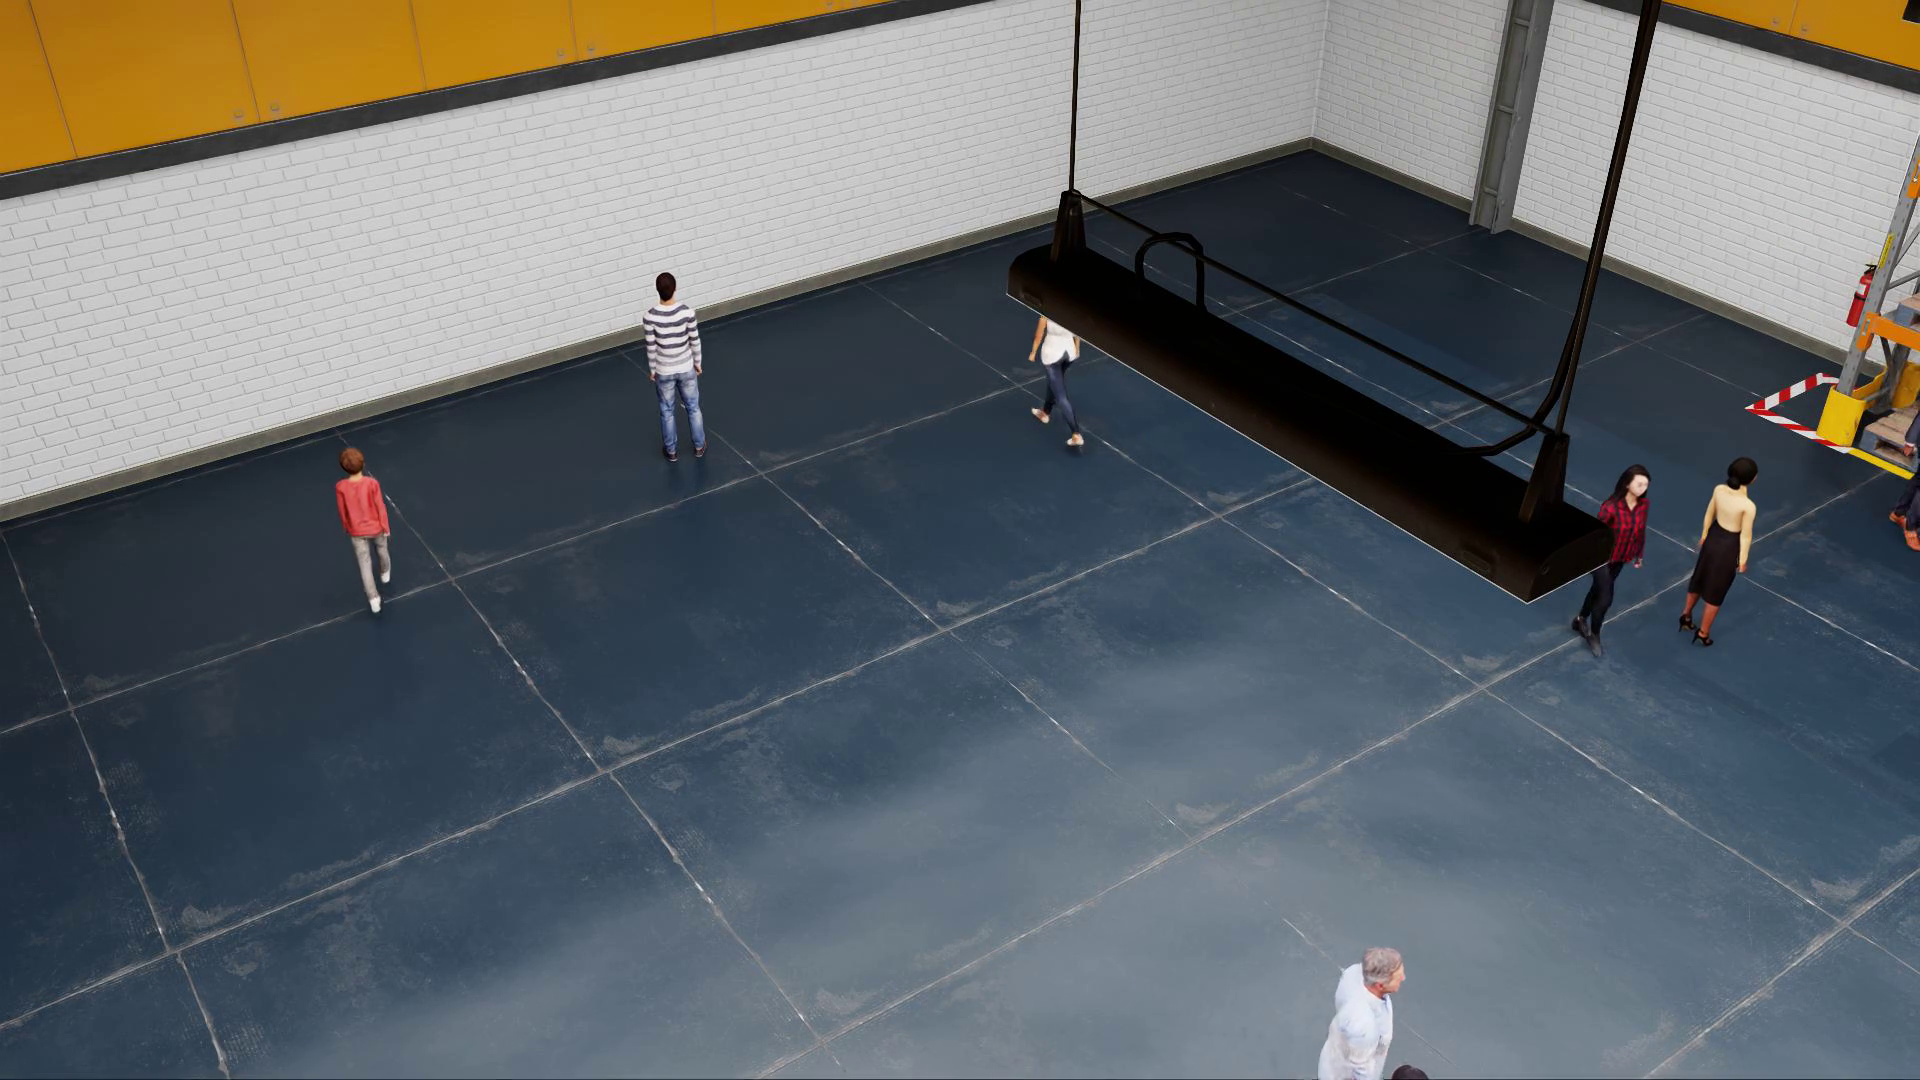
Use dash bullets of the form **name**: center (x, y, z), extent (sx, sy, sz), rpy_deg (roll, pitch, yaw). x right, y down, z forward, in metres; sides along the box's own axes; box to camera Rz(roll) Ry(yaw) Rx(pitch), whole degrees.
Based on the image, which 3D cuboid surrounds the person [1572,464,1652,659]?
- **person**: center (5.013, 0.084, 12.984), extent (0.681, 1.641, 0.748), rpy_deg (-13, 36, -18)

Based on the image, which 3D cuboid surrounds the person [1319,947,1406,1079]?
- **person**: center (1.990, 2.792, 8.755), extent (0.982, 1.814, 0.920), rpy_deg (7, 34, 10)

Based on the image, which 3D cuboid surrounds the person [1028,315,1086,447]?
- **person**: center (0.974, -1.676, 15.536), extent (0.611, 1.747, 1.099), rpy_deg (-21, 39, -28)

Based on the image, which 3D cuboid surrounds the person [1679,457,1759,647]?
- **person**: center (5.922, 0.090, 12.962), extent (0.699, 1.654, 0.546), rpy_deg (-12, 35, -17)

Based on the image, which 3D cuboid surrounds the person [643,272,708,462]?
- **person**: center (-2.626, -1.593, 15.315), extent (0.713, 1.855, 0.663), rpy_deg (-8, 34, -12)

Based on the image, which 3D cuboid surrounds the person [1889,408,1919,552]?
- **person**: center (8.341, -0.883, 14.290), extent (0.834, 1.806, 0.880), rpy_deg (-10, 35, -15)

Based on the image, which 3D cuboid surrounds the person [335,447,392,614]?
- **person**: center (-4.802, -0.064, 13.438), extent (0.729, 1.385, 1.012), rpy_deg (-10, 35, -14)
